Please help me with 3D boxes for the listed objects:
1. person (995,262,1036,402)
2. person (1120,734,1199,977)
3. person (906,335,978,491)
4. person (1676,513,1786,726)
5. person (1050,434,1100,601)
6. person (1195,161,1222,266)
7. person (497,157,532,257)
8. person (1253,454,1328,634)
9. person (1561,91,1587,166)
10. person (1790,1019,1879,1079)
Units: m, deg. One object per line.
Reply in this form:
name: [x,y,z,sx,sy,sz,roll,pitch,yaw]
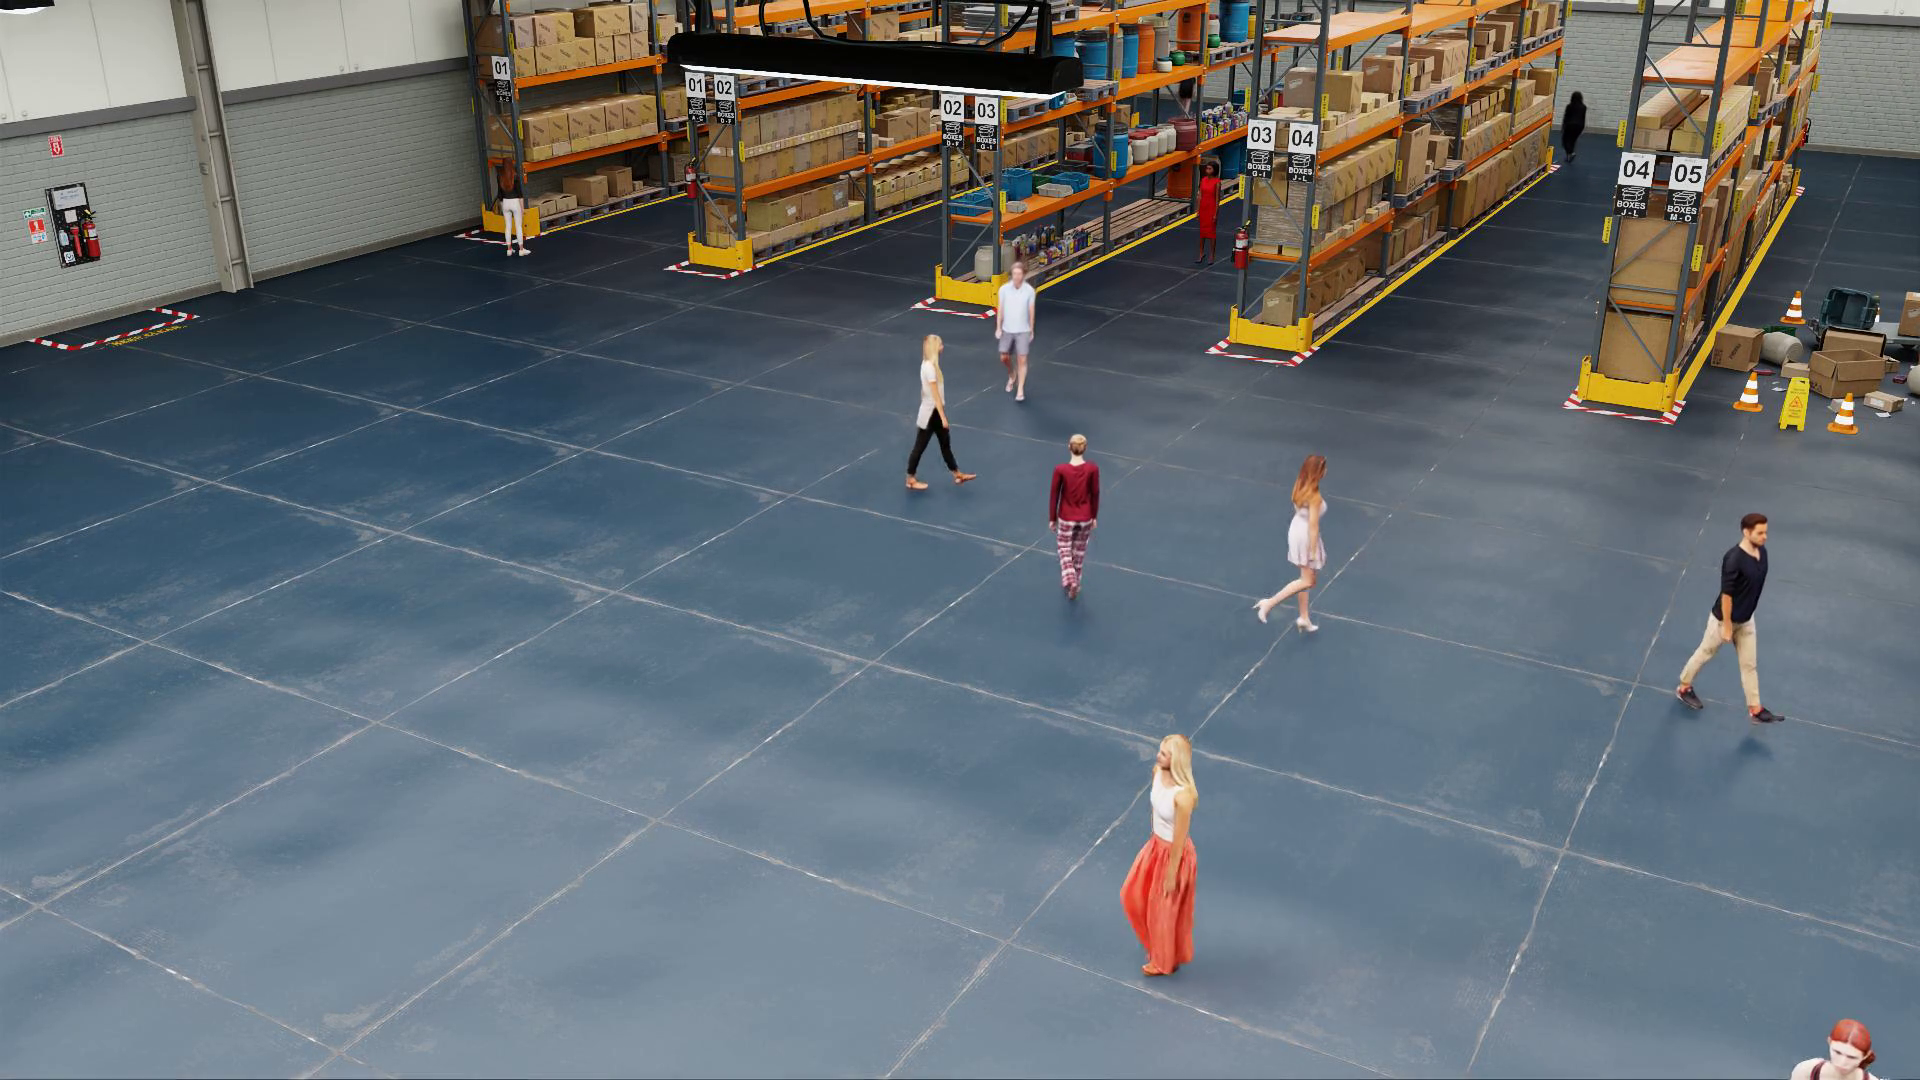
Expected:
person: [0.746,-2.734,21.597,0.801,1.819,0.848,4,23,8]
person: [1.407,1.996,10.510,0.894,1.792,0.835,-7,24,-15]
person: [-0.427,-1.377,18.439,1.043,1.794,1.073,-2,23,-4]
person: [6.294,0.615,13.735,1.192,1.810,1.113,-13,26,-28]
person: [1.099,-0.195,15.806,0.883,1.679,0.979,-2,23,-4]
person: [4.253,-5.594,28.419,0.594,1.744,0.539,17,29,35]
person: [-7.818,-5.821,29.004,0.668,1.704,0.628,5,23,11]
person: [3.044,0.071,15.087,0.949,1.753,0.905,-5,24,-12]
person: [13.604,-9.106,36.858,0.915,1.603,0.996,-3,23,-7]
person: [4.204,3.032,8.116,0.640,1.760,0.996,15,27,31]
